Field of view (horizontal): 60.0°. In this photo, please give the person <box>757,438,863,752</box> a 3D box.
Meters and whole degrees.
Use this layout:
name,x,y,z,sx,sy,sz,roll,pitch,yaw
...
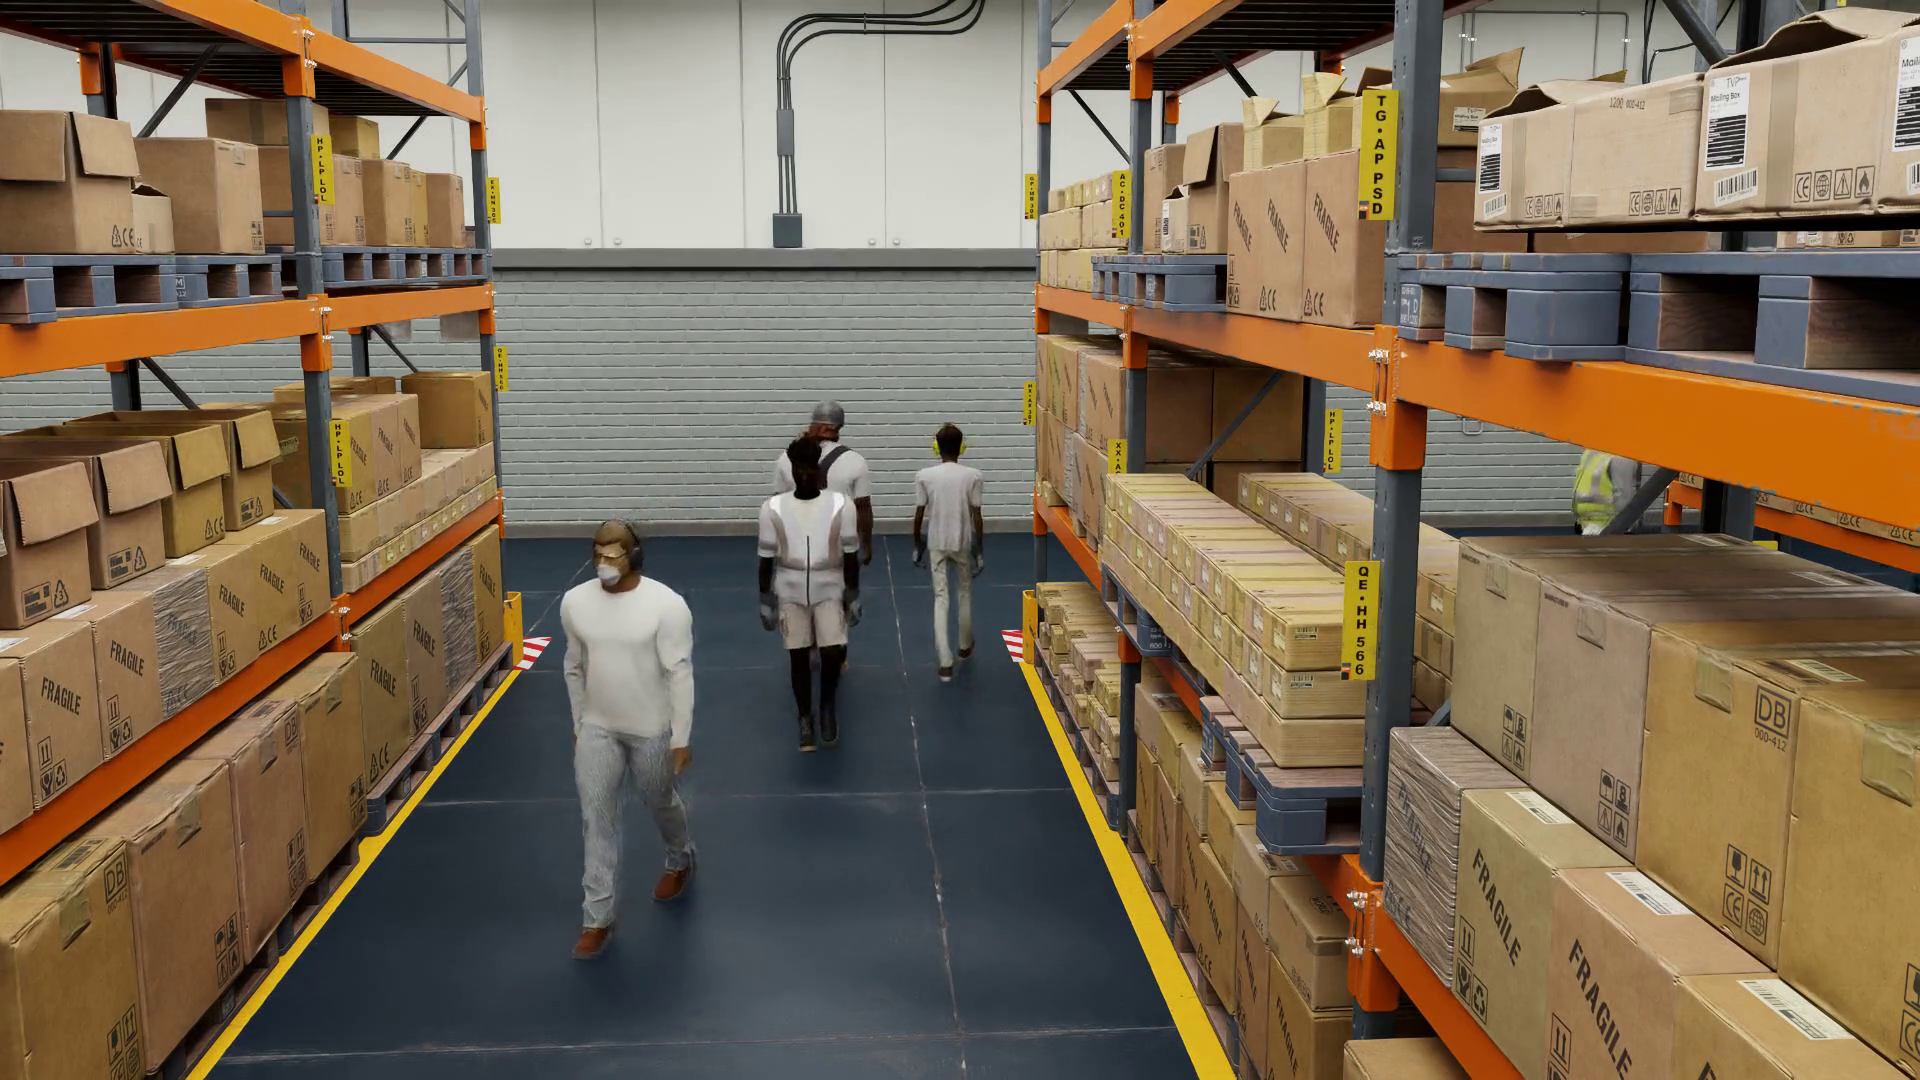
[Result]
name,x,y,z,sx,sy,sz,roll,pitch,yaw
person,-0.918,0.342,10.184,0.642,1.950,0.426,0,10,-2

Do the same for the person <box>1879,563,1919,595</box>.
name,x,y,z,sx,sy,sz,roll,pitch,yaw
person,7.233,0.050,12.410,0.580,1.798,1.020,-1,10,-6

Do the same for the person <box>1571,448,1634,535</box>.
name,x,y,z,sx,sy,sz,roll,pitch,yaw
person,5.306,-0.172,13.661,0.922,1.809,0.634,0,10,-2

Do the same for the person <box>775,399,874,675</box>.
name,x,y,z,sx,sy,sz,roll,pitch,yaw
person,-0.968,-0.035,12.153,0.702,2.000,0.579,2,10,10

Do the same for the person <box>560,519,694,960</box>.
name,x,y,z,sx,sy,sz,roll,pitch,yaw
person,-1.478,0.825,7.529,0.644,1.900,0.999,2,10,12

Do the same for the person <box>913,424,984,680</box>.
name,x,y,z,sx,sy,sz,roll,pitch,yaw
person,-0.087,0.061,12.215,0.527,1.826,0.864,0,10,1
